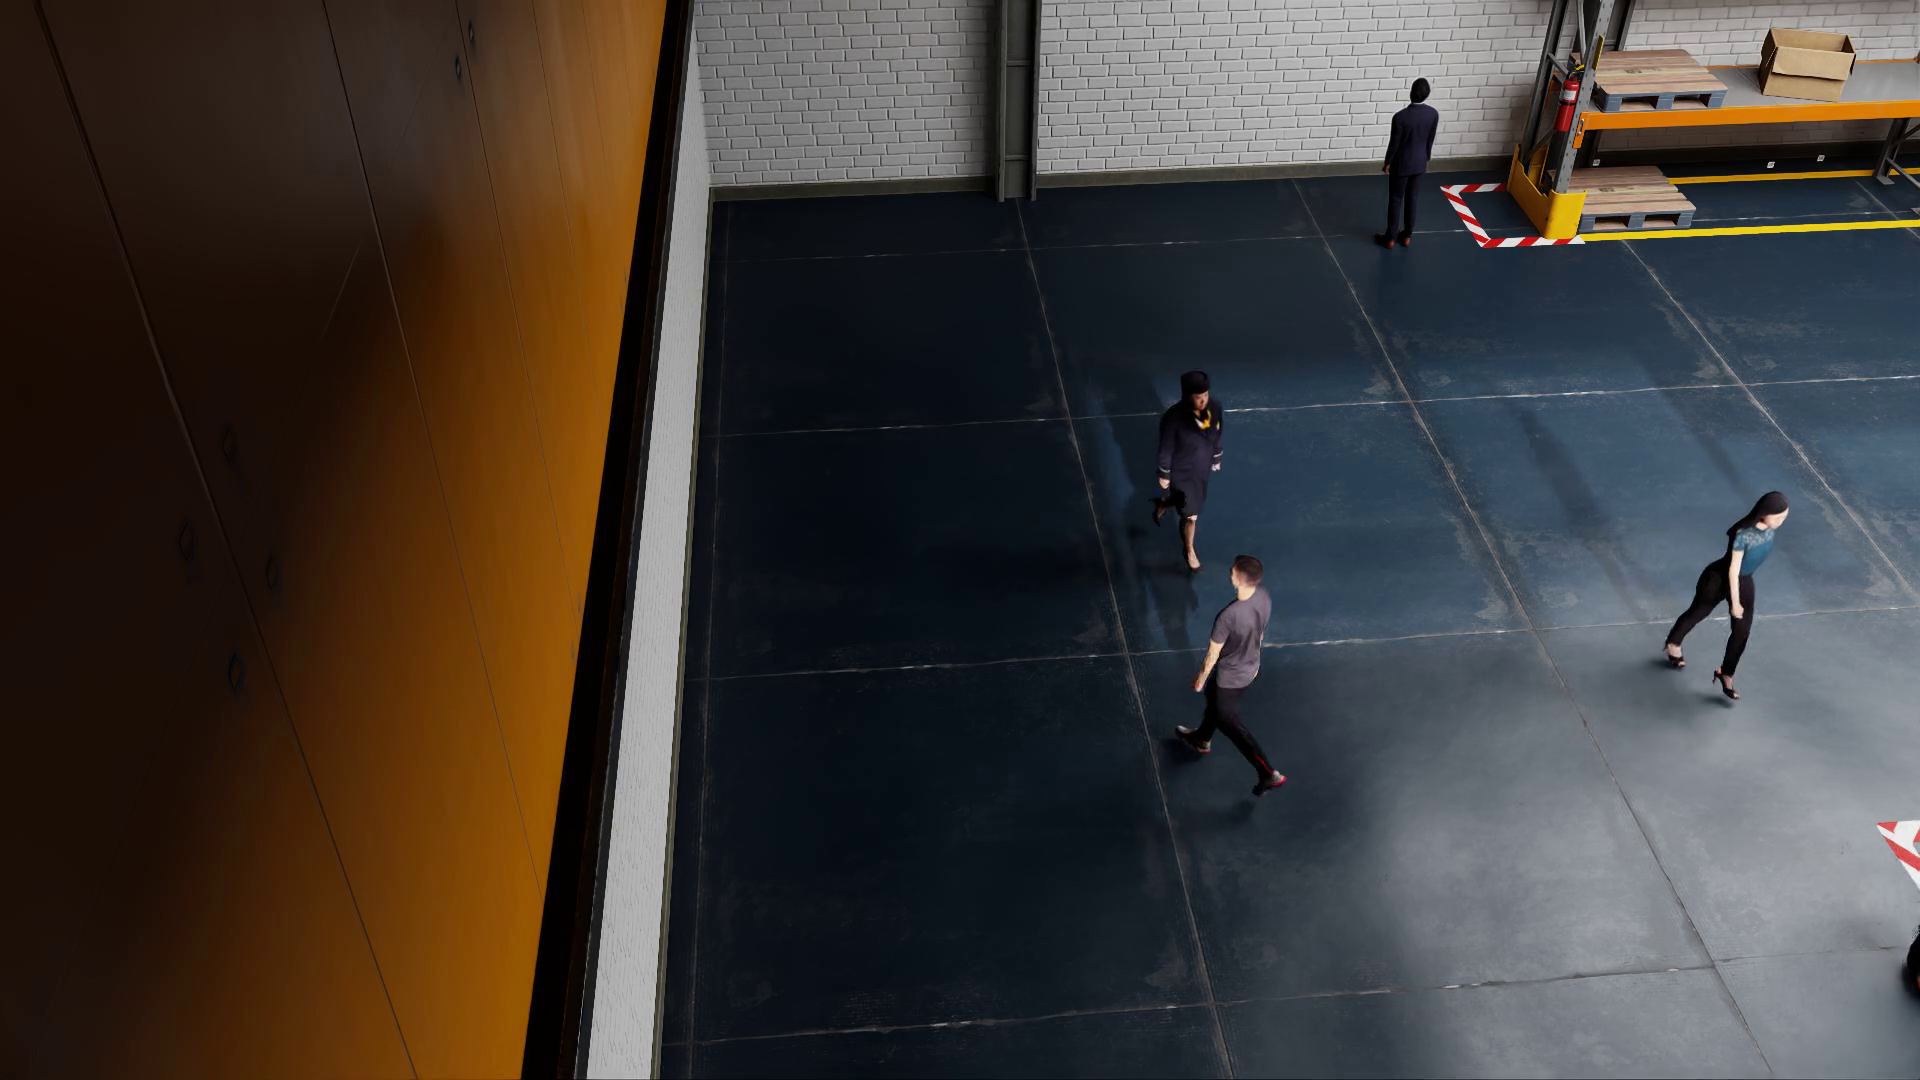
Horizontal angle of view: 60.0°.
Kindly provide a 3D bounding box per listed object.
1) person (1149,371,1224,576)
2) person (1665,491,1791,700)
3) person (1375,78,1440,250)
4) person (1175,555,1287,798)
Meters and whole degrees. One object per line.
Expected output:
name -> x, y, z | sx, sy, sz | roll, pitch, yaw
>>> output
person -> 1.666, -0.557, 12.348 | 1.051, 1.651, 1.015 | -20, 43, -23
person -> 5.123, 0.269, 11.278 | 0.881, 1.696, 0.813 | -19, 42, -22
person -> 4.355, -3.655, 16.166 | 0.519, 1.727, 0.720 | -9, 39, -11
person -> 1.786, 0.879, 10.483 | 1.180, 1.735, 1.094 | 26, 45, 28
